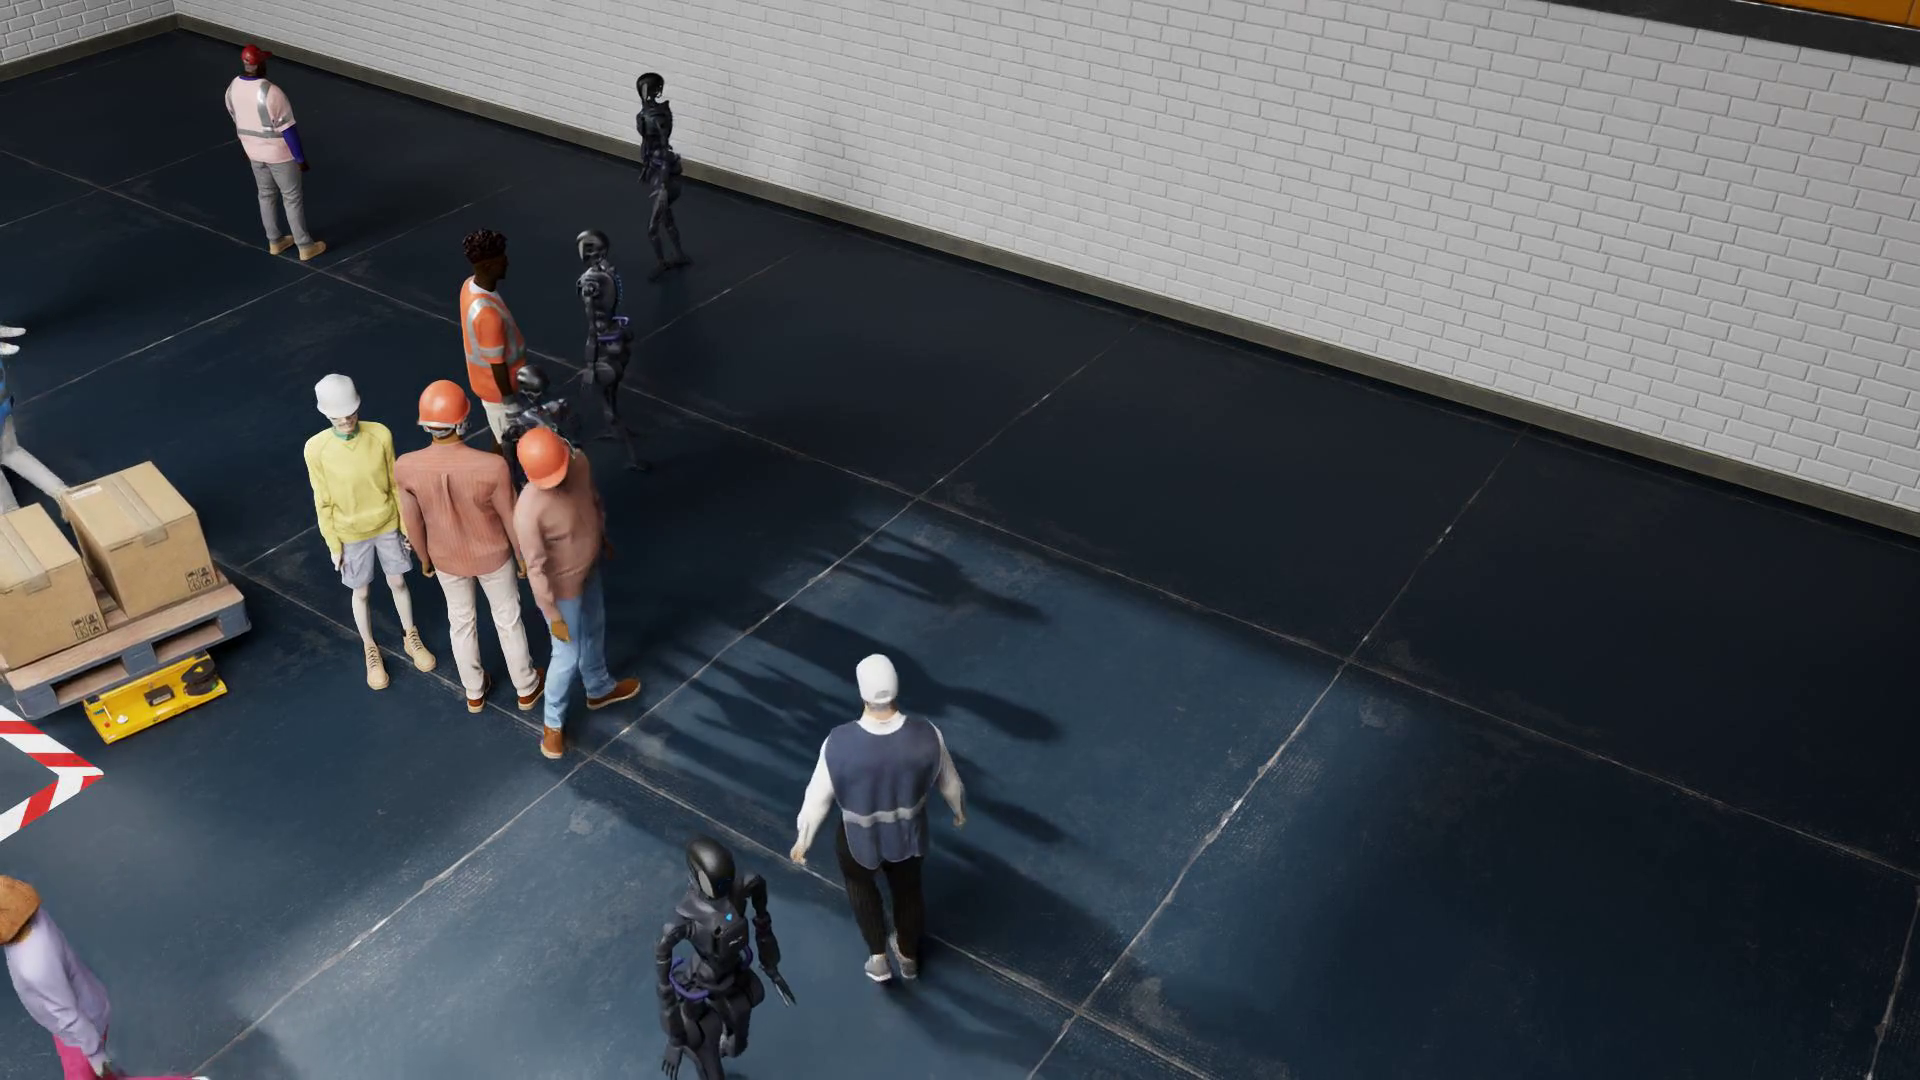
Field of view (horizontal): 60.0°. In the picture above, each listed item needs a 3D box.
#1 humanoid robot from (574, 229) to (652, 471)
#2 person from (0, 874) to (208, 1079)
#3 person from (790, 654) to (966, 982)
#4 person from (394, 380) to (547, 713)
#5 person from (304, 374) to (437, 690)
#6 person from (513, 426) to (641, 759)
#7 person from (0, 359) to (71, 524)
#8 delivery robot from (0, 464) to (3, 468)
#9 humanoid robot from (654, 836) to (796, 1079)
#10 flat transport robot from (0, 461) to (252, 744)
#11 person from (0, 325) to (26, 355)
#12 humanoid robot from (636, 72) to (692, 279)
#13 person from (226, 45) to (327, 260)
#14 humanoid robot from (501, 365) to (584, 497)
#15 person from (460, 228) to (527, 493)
[{"bbox_3d":[-2.316,-1.229,10.828,0.561,1.637,0.620,3,35,4],"label":"humanoid robot"},{"bbox_3d":[-3.384,1.844,6.448,0.471,1.609,0.534,-23,41,-30],"label":"person"},{"bbox_3d":[-0.351,1.241,7.212,0.817,1.733,0.525,-10,36,-14],"label":"person"},{"bbox_3d":[-2.538,0.063,8.670,0.608,1.995,0.375,0,35,-1],"label":"person"},{"bbox_3d":[-3.187,-0.064,8.942,0.474,1.892,0.383,-21,40,-27],"label":"person"},{"bbox_3d":[-1.999,0.200,8.522,0.386,1.946,0.753,9,36,12],"label":"person"},{"bbox_3d":[-5.868,-0.743,9.985,0.609,1.810,0.651,5,35,7],"label":"person"},{"bbox_3d":[-6.637,-0.493,10.729,0.810,0.606,0.499,-9,36,-13],"label":"delivery robot"},{"bbox_3d":[-0.997,1.766,6.553,0.709,1.650,0.600,29,44,35],"label":"humanoid robot"},{"bbox_3d":[-4.756,0.601,9.404,0.659,0.231,1.431,-27,43,-33],"label":"flat transport robot"},{"bbox_3d":[-7.262,-2.239,12.072,0.322,1.866,0.527,-9,36,-13],"label":"person"},{"bbox_3d":[-2.406,-2.894,13.170,0.477,1.646,0.589,-17,38,-22],"label":"humanoid robot"},{"bbox_3d":[-5.547,-3.133,13.458,0.598,1.746,0.418,13,37,18],"label":"person"},{"bbox_3d":[-2.362,-0.250,9.412,0.606,1.642,0.586,23,41,29],"label":"humanoid robot"},{"bbox_3d":[-2.815,-0.981,10.198,0.370,1.959,0.606,-12,37,-16],"label":"person"}]
